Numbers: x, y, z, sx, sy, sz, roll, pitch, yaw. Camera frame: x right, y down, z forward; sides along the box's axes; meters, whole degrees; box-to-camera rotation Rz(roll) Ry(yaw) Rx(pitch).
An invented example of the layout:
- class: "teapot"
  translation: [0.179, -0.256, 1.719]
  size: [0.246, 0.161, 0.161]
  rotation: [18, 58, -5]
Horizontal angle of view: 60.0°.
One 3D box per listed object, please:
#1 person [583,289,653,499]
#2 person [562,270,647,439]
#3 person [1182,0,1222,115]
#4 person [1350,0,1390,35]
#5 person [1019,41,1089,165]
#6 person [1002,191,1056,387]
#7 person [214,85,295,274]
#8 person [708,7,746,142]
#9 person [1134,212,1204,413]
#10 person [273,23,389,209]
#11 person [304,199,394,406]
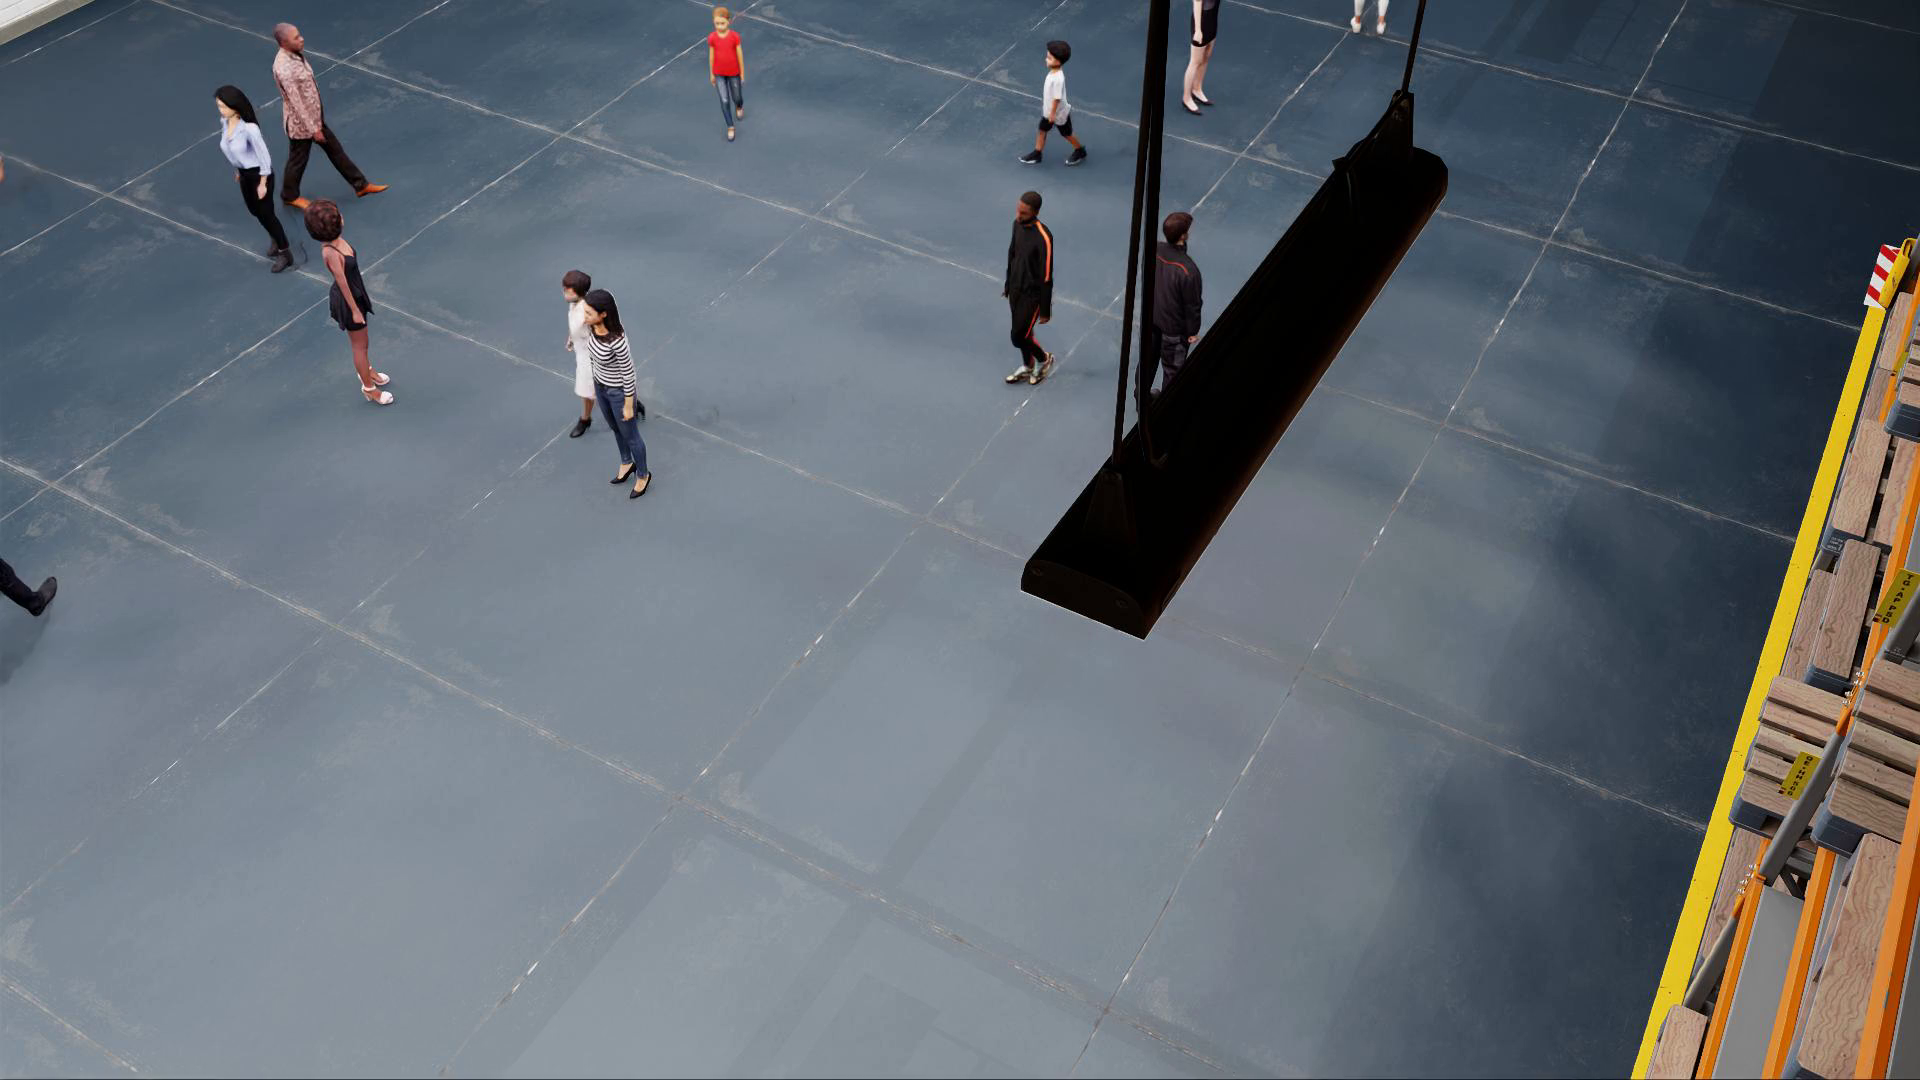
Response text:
- class: "person"
  translation: [-2.487, -1.057, 12.031]
  size: [0.588, 1.796, 0.646]
  rotation: [-32, 52, -29]
- class: "person"
  translation: [-2.697, -1.424, 12.622]
  size: [0.950, 1.513, 0.884]
  rotation: [-10, 44, -10]
- class: "person"
  translation: [2.361, -5.037, 16.186]
  size: [0.637, 1.829, 0.417]
  rotation: [21, 48, 21]
- class: "person"
  translation: [4.347, -6.094, 17.393]
  size: [0.713, 1.694, 0.685]
  rotation: [10, 45, 10]
- class: "person"
  translation: [0.968, -4.078, 15.603]
  size: [0.889, 1.245, 0.849]
  rotation: [-9, 44, -10]
- class: "person"
  translation: [0.617, -1.956, 12.976]
  size: [0.835, 1.795, 0.795]
  rotation: [-22, 48, -21]
- class: "person"
  translation: [-5.974, -3.109, 14.231]
  size: [0.689, 1.734, 0.614]
  rotation: [29, 51, 27]
- class: "person"
  translation: [-2.243, -4.531, 16.040]
  size: [0.662, 1.298, 0.770]
  rotation: [-1, 44, -1]
- class: "person"
  translation: [1.579, -1.683, 12.657]
  size: [0.696, 1.840, 0.789]
  rotation: [-32, 52, -29]
- class: "person"
  translation: [-5.951, -3.744, 14.881]
  size: [1.171, 1.757, 1.235]
  rotation: [-1, 44, -1]
- class: "person"
  translation: [-4.718, -1.840, 12.861]
  size: [0.709, 1.787, 0.658]
  rotation: [-13, 45, -13]
